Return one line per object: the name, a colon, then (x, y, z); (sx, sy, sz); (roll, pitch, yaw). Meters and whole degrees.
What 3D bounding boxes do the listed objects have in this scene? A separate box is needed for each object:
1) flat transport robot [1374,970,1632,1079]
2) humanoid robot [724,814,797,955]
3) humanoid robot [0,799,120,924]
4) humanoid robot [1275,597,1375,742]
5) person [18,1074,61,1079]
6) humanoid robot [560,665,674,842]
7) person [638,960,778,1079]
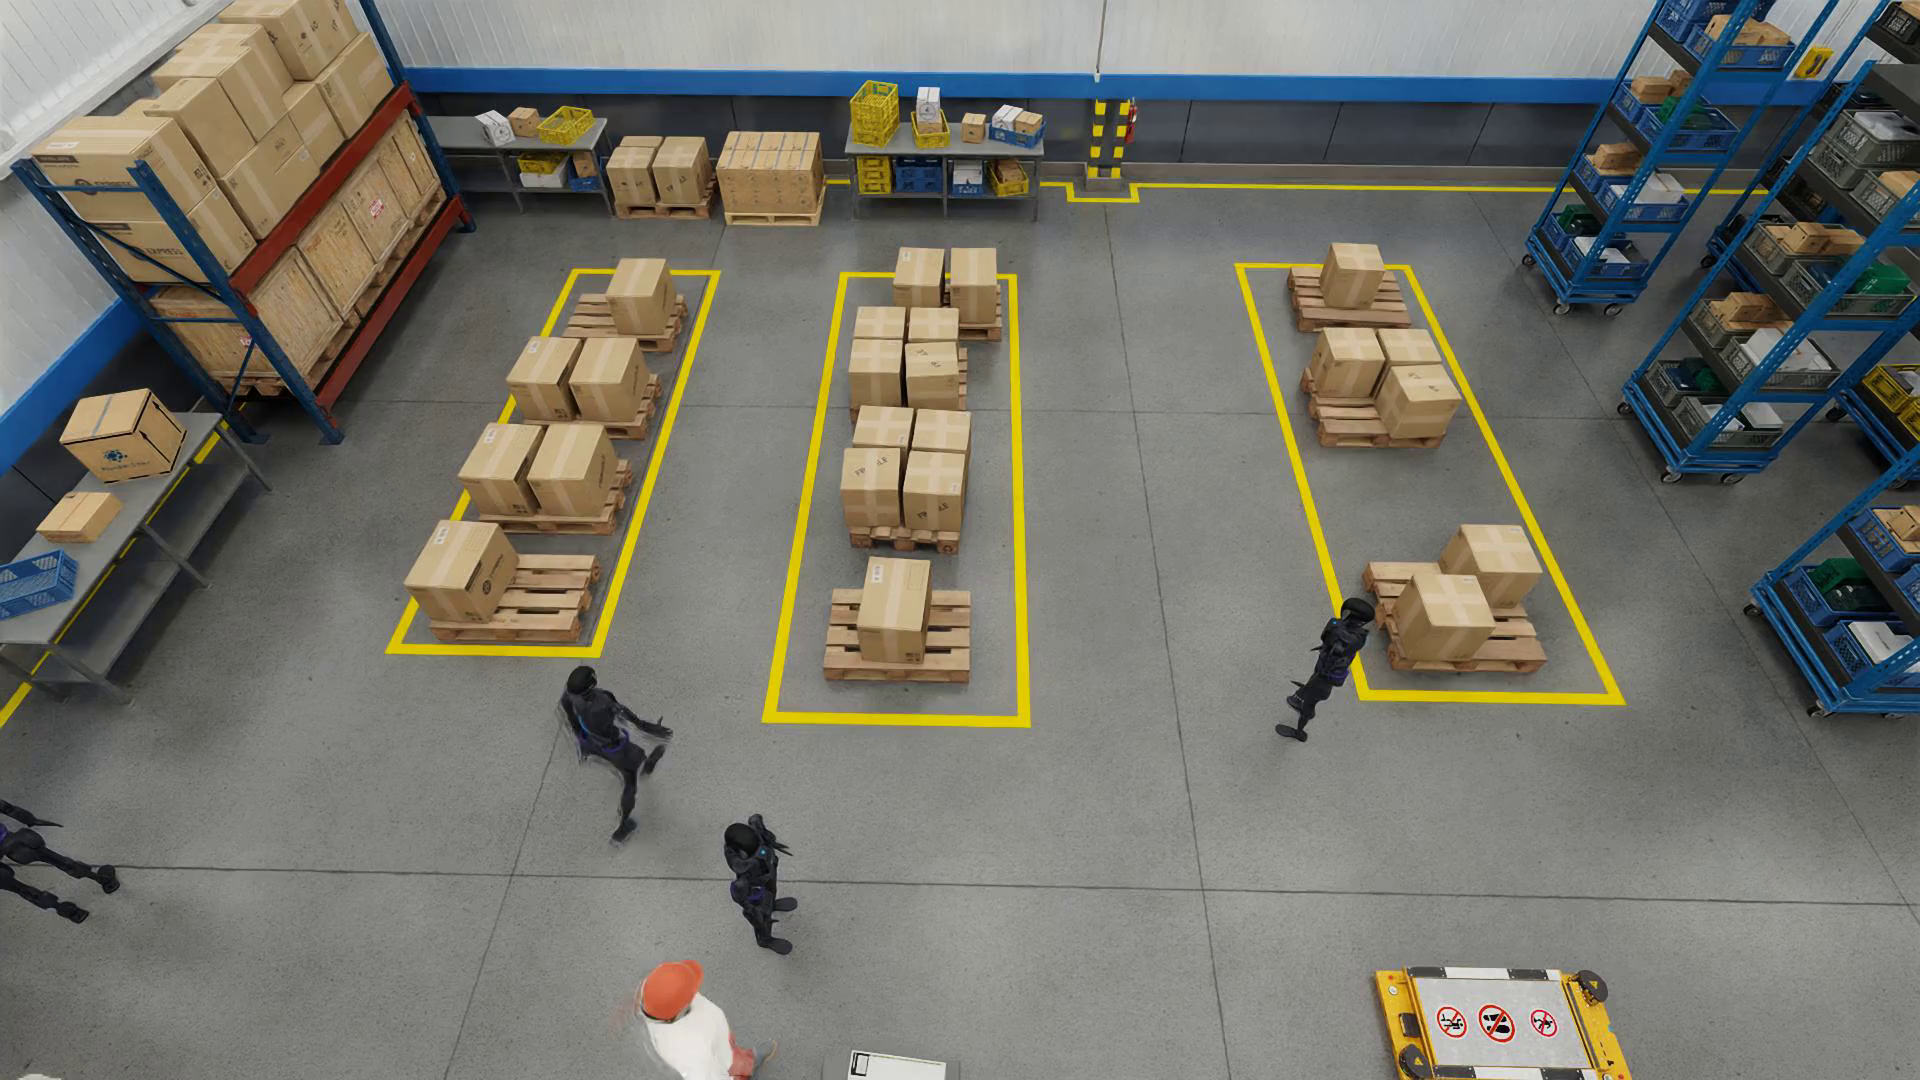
flat transport robot: (3.501, 3.133, 5.914); (1.431, 0.197, 0.652); (1, 51, 1)
humanoid robot: (-1.254, 2.166, 5.804); (0.315, 1.655, 0.609); (2, 51, 1)
humanoid robot: (-6.247, 2.027, 5.915); (0.315, 1.657, 0.609); (24, 55, 18)
humanoid robot: (2.696, 0.941, 6.801); (0.330, 1.657, 0.586); (25, 55, 19)
person: (-4.725, 3.245, 4.880); (0.319, 1.757, 0.569); (5, 51, 4)
humanoid robot: (-2.449, 1.463, 6.417); (0.563, 1.635, 0.776); (18, 53, 14)
person: (-1.462, 2.822, 5.083); (0.610, 1.977, 0.635); (-31, 57, -23)
